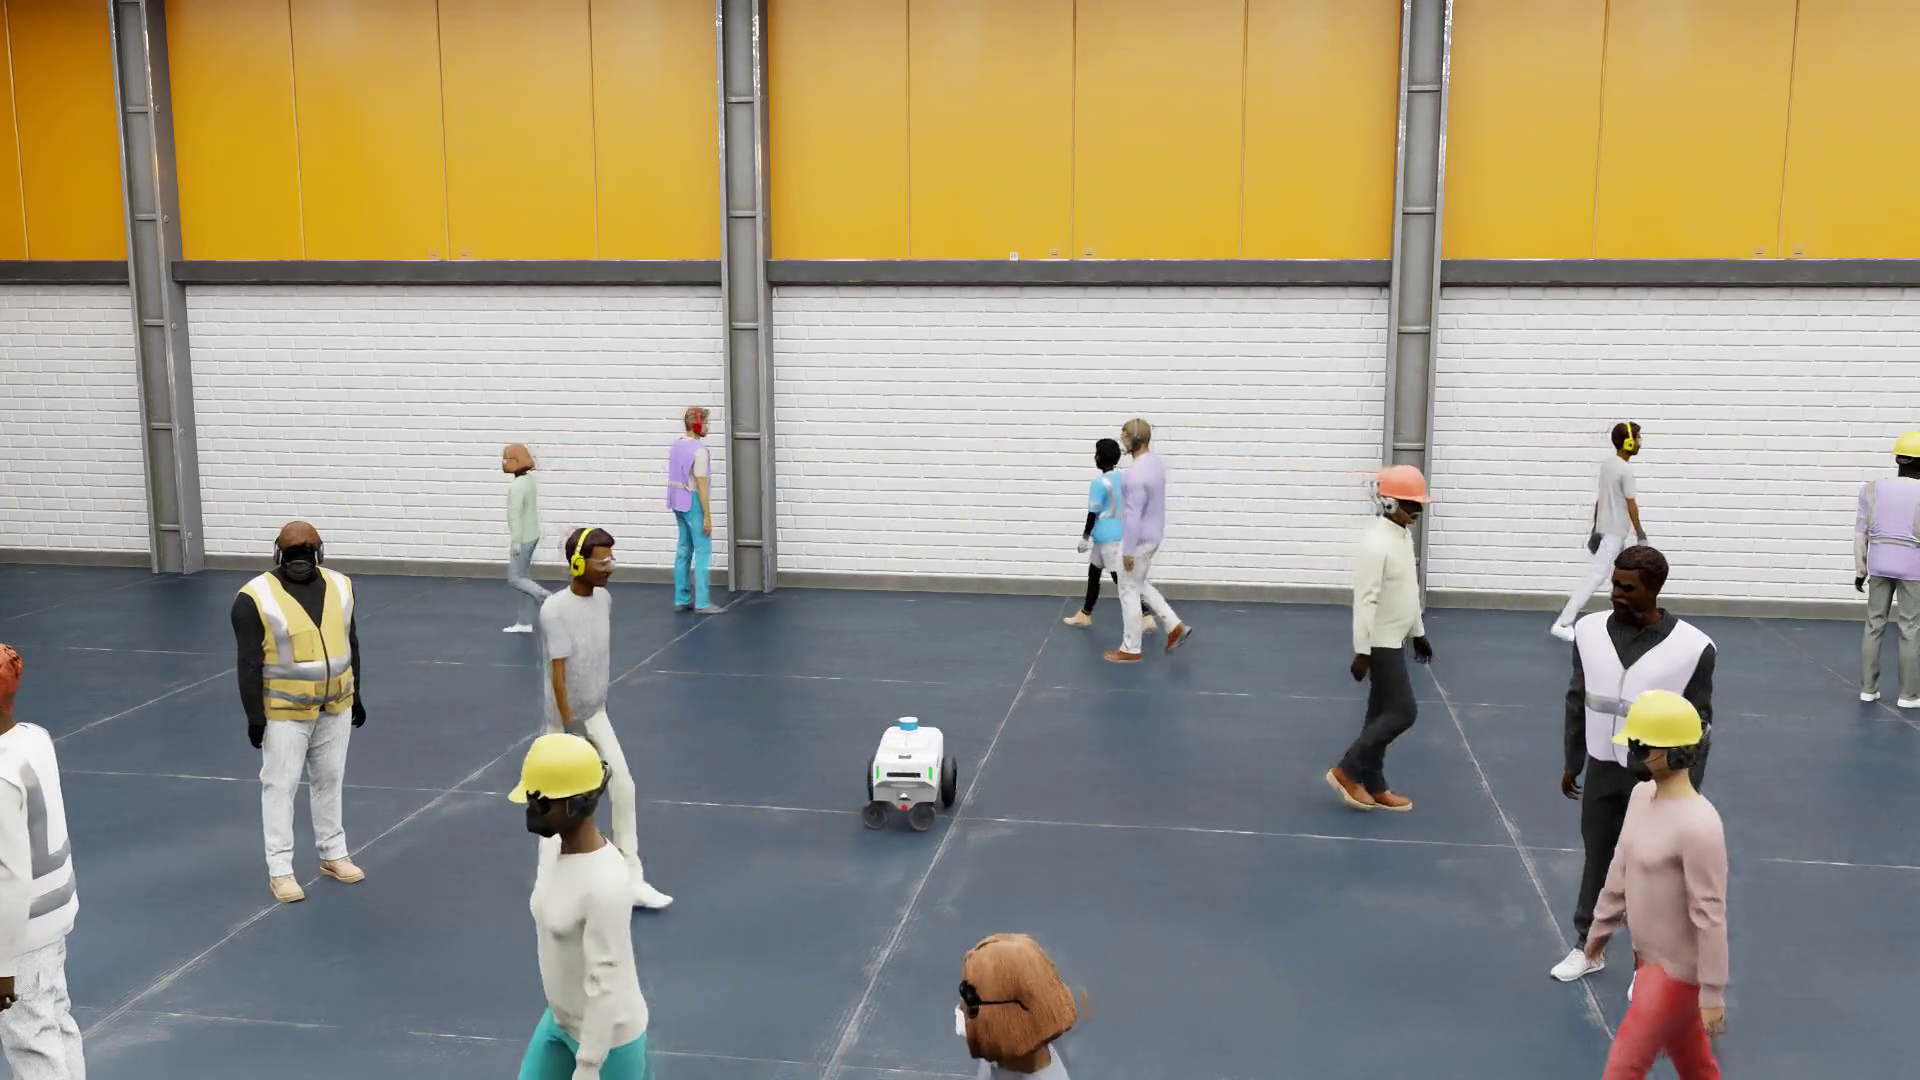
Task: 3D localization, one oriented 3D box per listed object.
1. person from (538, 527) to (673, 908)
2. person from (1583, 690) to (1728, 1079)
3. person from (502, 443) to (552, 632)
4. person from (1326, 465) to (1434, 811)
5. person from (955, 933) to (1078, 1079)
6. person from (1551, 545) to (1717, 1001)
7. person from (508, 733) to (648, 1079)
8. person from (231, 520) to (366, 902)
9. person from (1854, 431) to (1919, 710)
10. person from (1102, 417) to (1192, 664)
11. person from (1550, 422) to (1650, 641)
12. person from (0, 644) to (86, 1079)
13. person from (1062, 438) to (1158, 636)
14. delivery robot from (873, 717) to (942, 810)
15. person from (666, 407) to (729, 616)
[{"bbox_3d":[-1.711,0.863,7.802,0.855,1.831,0.536,6,11,31],"label":"person"},{"bbox_3d":[2.138,1.323,5.288,0.880,1.719,0.554,1,9,4],"label":"person"},{"bbox_3d":[-3.560,0.004,13.795,0.519,1.621,0.503,0,9,2],"label":"person"},{"bbox_3d":[2.403,0.558,9.268,0.437,1.972,0.615,4,10,24],"label":"person"},{"bbox_3d":[0.029,1.648,3.677,0.754,1.602,0.516,-1,9,-7],"label":"person"},{"bbox_3d":[2.819,0.959,6.964,0.389,1.916,0.590,-9,13,-44],"label":"person"},{"bbox_3d":[-1.141,1.404,4.713,0.621,1.742,0.552,-6,11,-35],"label":"person"},{"bbox_3d":[-3.179,0.813,8.101,0.429,1.839,0.629,7,12,38],"label":"person"},{"bbox_3d":[6.527,0.208,11.561,0.385,1.928,0.589,-7,12,-38],"label":"person"},{"bbox_3d":[1.427,0.017,12.762,0.568,1.919,0.642,4,10,23],"label":"person"},{"bbox_3d":[5.320,-0.054,13.534,0.990,1.825,0.524,1,9,4],"label":"person"},{"bbox_3d":[-2.999,1.246,5.295,0.337,1.882,0.583,-3,10,-19],"label":"person"},{"bbox_3d":[1.286,-0.026,13.870,0.900,1.648,0.524,4,10,26],"label":"person"},{"bbox_3d":[-0.284,1.226,9.215,0.477,0.478,0.707,0,9,3],"label":"delivery robot"},{"bbox_3d":[-2.345,-0.248,14.661,0.445,1.835,0.593,-6,11,-35],"label":"person"}]
